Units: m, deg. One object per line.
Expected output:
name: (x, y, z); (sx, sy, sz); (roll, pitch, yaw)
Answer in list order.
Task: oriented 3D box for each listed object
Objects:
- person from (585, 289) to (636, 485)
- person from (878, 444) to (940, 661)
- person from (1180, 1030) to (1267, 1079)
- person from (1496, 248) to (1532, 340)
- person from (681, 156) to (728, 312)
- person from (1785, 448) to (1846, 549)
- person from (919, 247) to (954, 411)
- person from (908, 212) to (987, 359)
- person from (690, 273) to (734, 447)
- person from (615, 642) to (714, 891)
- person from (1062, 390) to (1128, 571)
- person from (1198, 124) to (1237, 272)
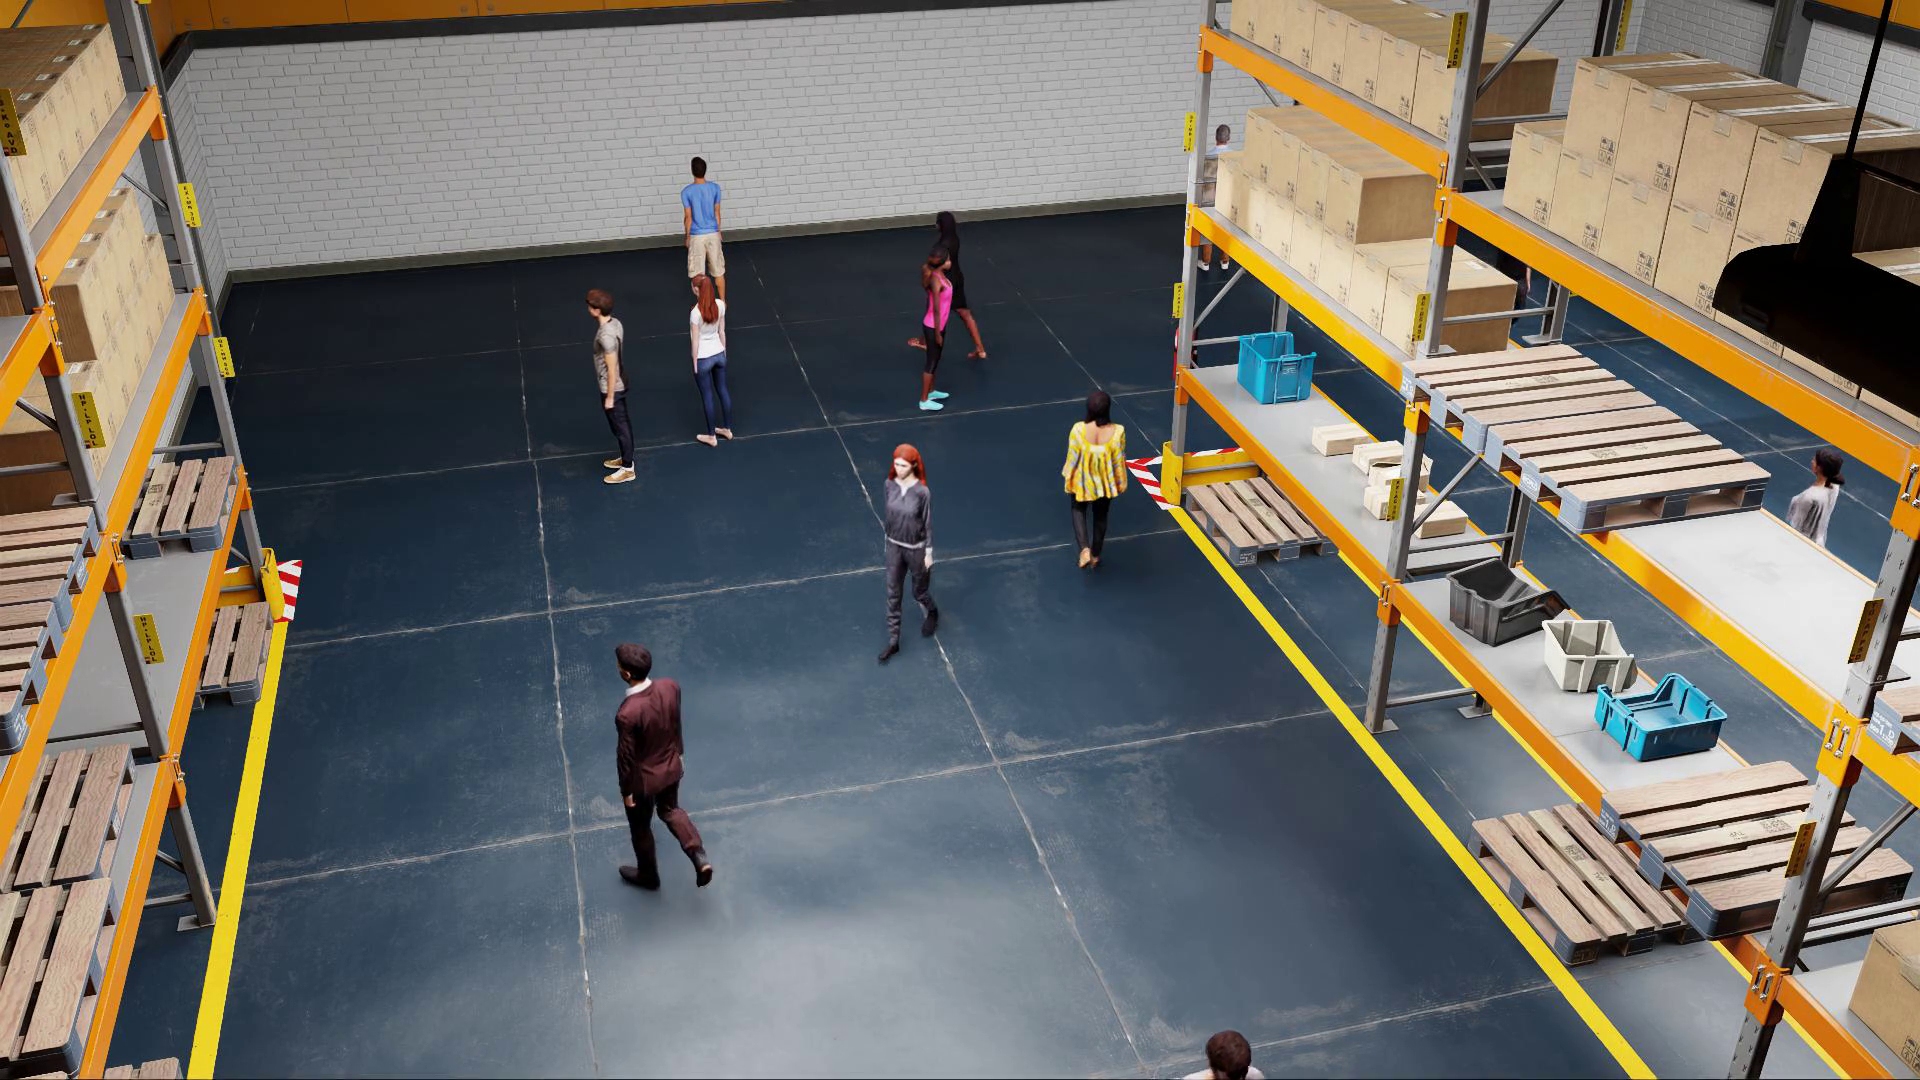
person: (-3.248, -1.454, 15.604); (0.745, 1.888, 0.557); (-2, 29, -5)
person: (-0.365, 0.049, 12.982); (0.973, 1.761, 1.034); (15, 32, 25)
person: (1.097, 2.888, 7.711); (0.785, 1.823, 0.978); (-13, 31, -22)
person: (6.115, -2.905, 18.532); (0.646, 1.630, 0.641); (-3, 29, -5)
person: (-2.996, -3.568, 19.505); (0.689, 1.862, 0.636); (-14, 31, -23)
person: (6.565, 0.151, 12.820); (0.888, 1.735, 1.165); (-21, 35, -33)
person: (-0.262, -2.189, 17.130); (0.709, 1.716, 0.613); (5, 29, 9)
person: (-0.053, -2.728, 18.185); (1.297, 1.653, 1.160); (19, 34, 31)
person: (-2.446, -1.779, 16.357); (0.629, 1.736, 0.654); (-25, 37, -37)
person: (-1.859, 1.453, 10.312); (1.097, 1.851, 1.007); (19, 34, 31)
person: (1.128, -0.449, 14.013); (0.813, 1.645, 0.881); (0, 29, 0)
person: (3.246, -4.298, 20.880); (0.705, 1.827, 0.606); (-4, 29, -7)
